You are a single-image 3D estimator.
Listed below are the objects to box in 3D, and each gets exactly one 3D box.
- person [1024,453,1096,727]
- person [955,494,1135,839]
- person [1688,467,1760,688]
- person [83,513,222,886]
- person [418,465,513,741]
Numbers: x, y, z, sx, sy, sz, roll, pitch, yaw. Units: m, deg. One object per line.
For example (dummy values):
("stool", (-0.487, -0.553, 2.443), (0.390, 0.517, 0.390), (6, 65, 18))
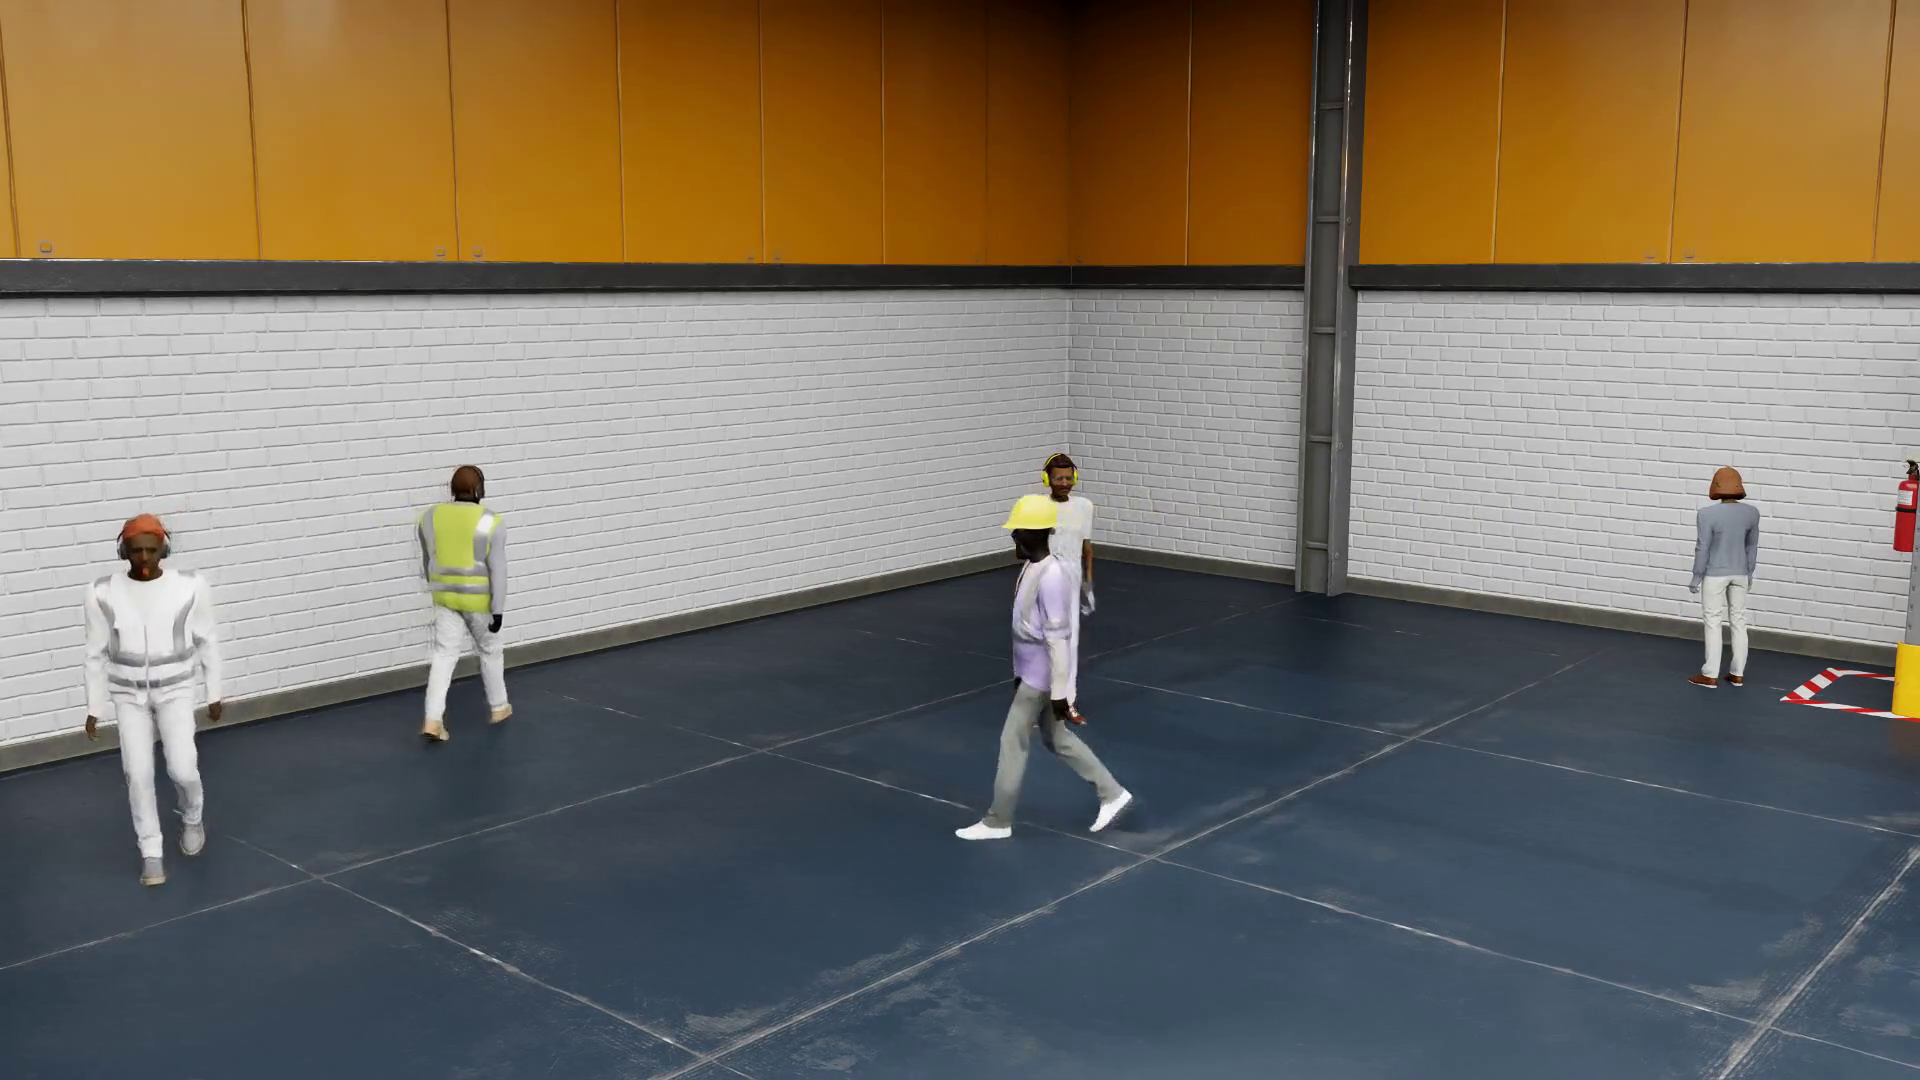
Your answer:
("person", (0.667, 0.340, 11.200), (0.504, 1.853, 0.325), (-3, 10, -19))
("person", (0.480, 0.684, 8.908), (0.934, 1.897, 0.594), (0, 9, -1))
("person", (5.618, 0.277, 12.254), (0.501, 1.631, 0.287), (-2, 9, -10))
("person", (-4.037, 0.782, 8.343), (0.601, 1.868, 0.464), (-3, 10, -18))
("person", (-3.272, 0.404, 10.962), (0.636, 1.805, 0.960), (1, 9, 7))
